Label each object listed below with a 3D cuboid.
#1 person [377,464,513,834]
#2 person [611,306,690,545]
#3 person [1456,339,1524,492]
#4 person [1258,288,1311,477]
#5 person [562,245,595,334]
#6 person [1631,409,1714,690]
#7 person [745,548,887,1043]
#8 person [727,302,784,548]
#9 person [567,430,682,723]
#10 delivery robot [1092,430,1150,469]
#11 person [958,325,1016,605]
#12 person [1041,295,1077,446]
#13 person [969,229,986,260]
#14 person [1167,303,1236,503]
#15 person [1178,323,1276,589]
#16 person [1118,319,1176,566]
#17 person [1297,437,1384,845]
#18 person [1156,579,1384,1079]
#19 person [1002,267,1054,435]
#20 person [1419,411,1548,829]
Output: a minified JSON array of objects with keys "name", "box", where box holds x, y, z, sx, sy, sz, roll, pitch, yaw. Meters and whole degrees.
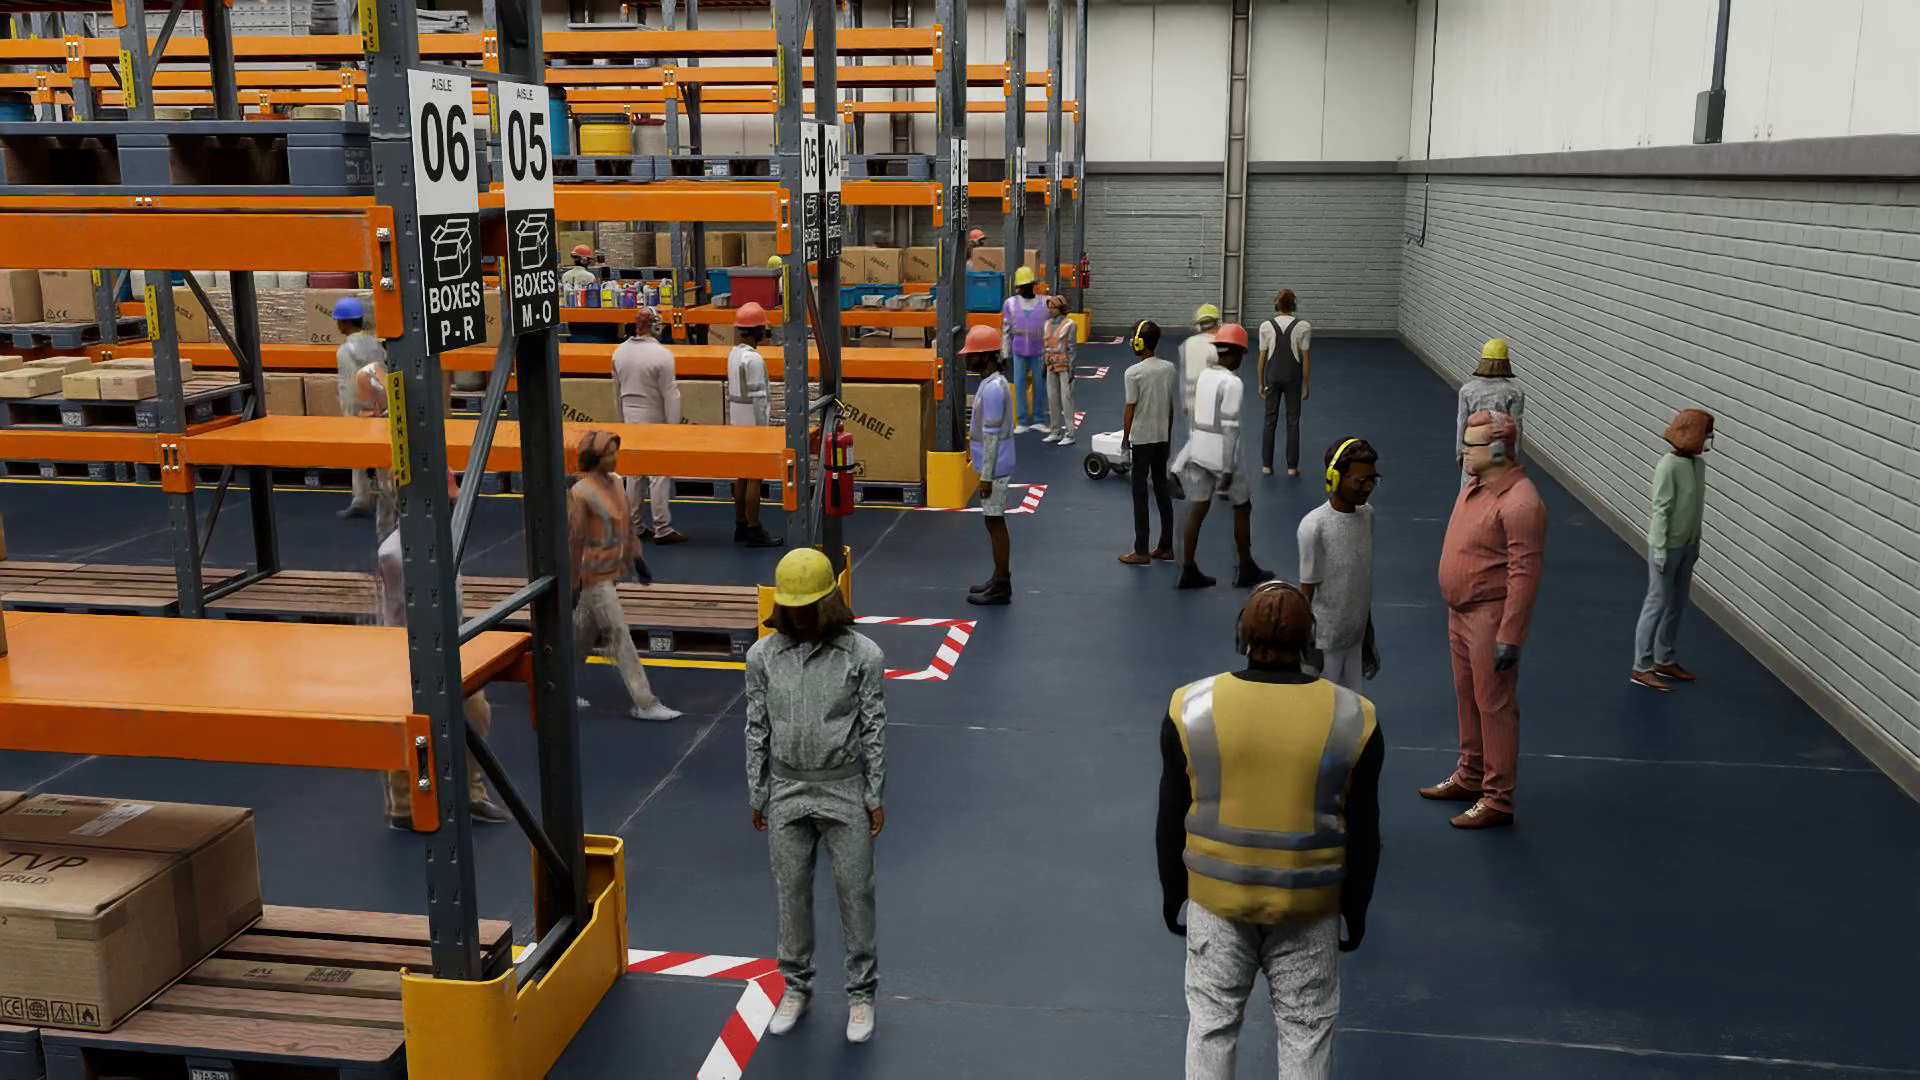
[{"name":"person","box":[-2.305,0.488,7.380,0.653,1.730,0.578,4,13,16]},{"name":"person","box":[-2.467,-0.917,13.323,0.651,1.904,0.403,8,15,34]},{"name":"person","box":[3.945,-0.628,12.410,0.483,1.737,0.321,8,15,33]},{"name":"person","box":[3.164,-1.535,16.270,0.504,1.838,0.350,4,13,18]},{"name":"person","box":[-5.073,-2.973,22.416,0.608,1.986,0.389,8,15,32]},{"name":"person","box":[4.136,0.046,9.616,0.505,1.628,0.279,-11,16,-40]},{"name":"person","box":[-0.494,0.868,5.661,0.489,1.731,0.320,2,13,7]},{"name":"person","box":[-1.633,-0.910,13.213,0.359,1.937,0.552,-7,14,-28]},{"name":"person","box":[-1.941,0.189,9.036,0.851,1.597,0.521,2,13,10]},{"name":"delivery robot","box":[1.633,-0.892,16.069,0.707,0.478,0.477,10,16,37]},{"name":"person","box":[0.187,-0.511,11.453,0.395,1.930,0.539,0,12,0]},{"name":"person","box":[1.091,-1.857,18.194,0.314,1.630,0.528,-10,16,-38]},{"name":"person","box":[0.322,-4.280,28.312,0.387,1.989,0.608,7,14,29]},{"name":"person","box":[2.184,-1.206,14.890,0.649,1.800,0.684,-10,16,-38]},{"name":"person","box":[1.932,-0.591,11.866,0.830,1.891,0.546,-7,14,-27]},{"name":"person","box":[1.420,-0.731,12.595,0.511,1.862,0.323,-9,15,-36]},{"name":"person","box":[1.645,0.468,7.191,0.526,1.856,0.350,-12,17,-43]},{"name":"person","box":[0.873,1.016,4.778,0.627,1.832,0.429,3,13,11]},{"name":"person","box":[0.792,-2.137,18.867,0.646,1.904,0.536,3,13,11]},{"name":"person","box":[2.367,0.359,7.564,0.403,1.904,0.651,-1,13,-5]}]
